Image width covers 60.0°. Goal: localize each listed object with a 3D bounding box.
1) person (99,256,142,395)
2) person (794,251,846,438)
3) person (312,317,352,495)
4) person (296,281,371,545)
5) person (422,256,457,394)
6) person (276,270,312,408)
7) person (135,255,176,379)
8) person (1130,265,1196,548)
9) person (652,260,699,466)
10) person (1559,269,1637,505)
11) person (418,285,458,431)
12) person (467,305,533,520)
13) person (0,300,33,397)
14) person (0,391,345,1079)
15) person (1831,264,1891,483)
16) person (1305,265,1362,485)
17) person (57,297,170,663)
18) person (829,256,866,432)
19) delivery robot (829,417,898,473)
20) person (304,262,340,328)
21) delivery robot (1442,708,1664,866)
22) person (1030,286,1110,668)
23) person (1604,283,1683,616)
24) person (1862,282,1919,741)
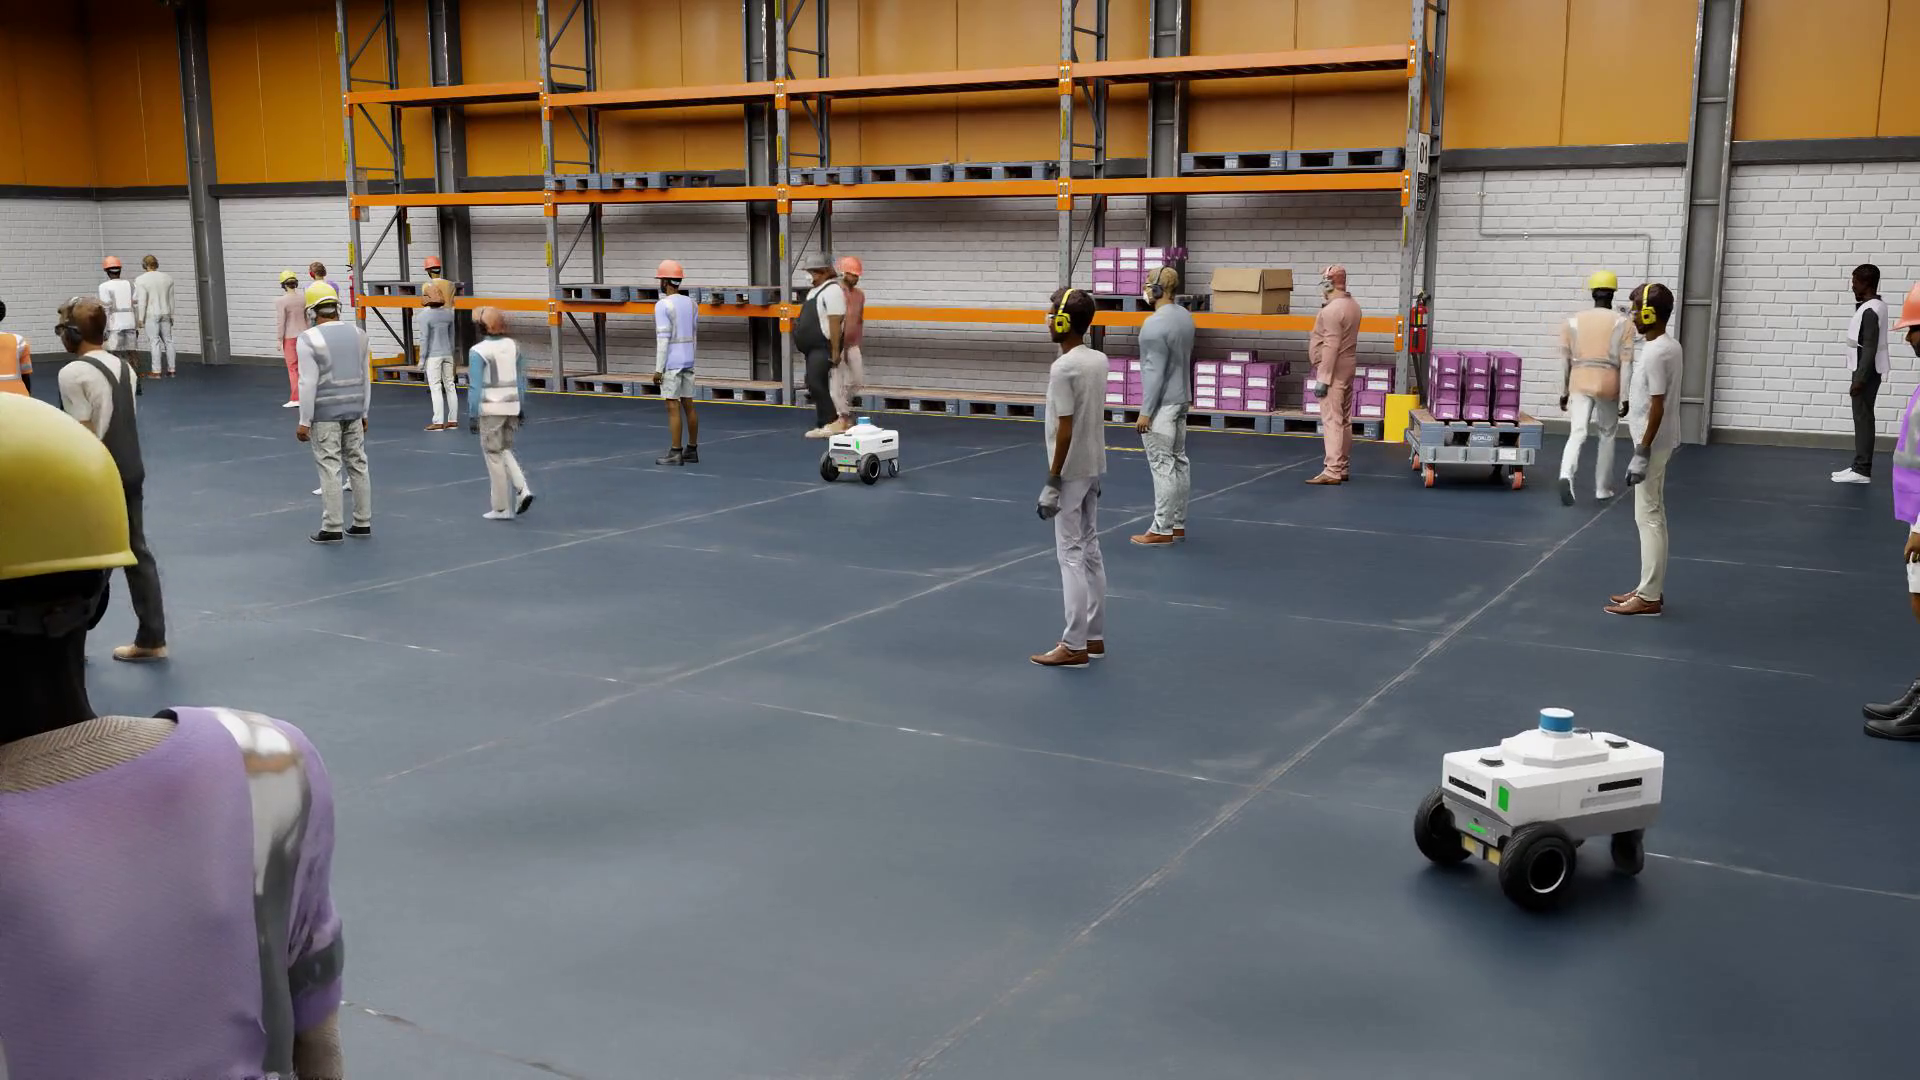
[{"bbox_3d":[-11.622,-2.945,22.989,0.374,1.928,0.542,6,12,30],"label":"person"},{"bbox_3d":[-1.519,-2.095,17.858,0.537,2.000,0.701,-5,11,-24],"label":"person"},{"bbox_3d":[-5.238,-1.188,13.854,0.311,1.642,0.512,6,12,30],"label":"person"},{"bbox_3d":[-4.372,-0.879,11.591,0.403,1.823,0.586,6,12,30],"label":"person"},{"bbox_3d":[-7.346,-3.017,23.398,0.374,1.928,0.542,6,12,30],"label":"person"},{"bbox_3d":[-8.575,-2.582,21.418,0.327,1.760,0.523,6,12,30],"label":"person"},{"bbox_3d":[-12.623,-3.500,26.118,0.370,1.934,0.627,6,12,30],"label":"person"},{"bbox_3d":[1.400,-0.916,11.469,0.370,1.940,0.627,6,12,30],"label":"person"},{"bbox_3d":[-2.706,-1.670,15.736,0.363,1.939,0.542,6,12,30],"label":"person"},{"bbox_3d":[5.088,-1.225,13.365,0.586,1.892,0.881,7,12,35],"label":"person"},{"bbox_3d":[-5.883,-2.045,18.722,0.278,1.634,0.498,6,12,30],"label":"person"},{"bbox_3d":[-3.499,-0.950,12.528,0.360,1.623,0.547,5,11,26],"label":"person"},{"bbox_3d":[-7.334,-1.014,12.706,0.321,1.697,0.529,6,12,30],"label":"person"},{"bbox_3d":[-0.893,0.813,1.710,0.372,1.928,0.584,6,12,30],"label":"person"},{"bbox_3d":[7.935,-1.452,14.581,0.390,1.914,0.587,6,12,30],"label":"person"},{"bbox_3d":[3.235,-1.428,14.478,0.406,1.902,0.636,6,12,30],"label":"person"},{"bbox_3d":[-4.312,-0.277,8.195,0.787,1.815,0.543,2,10,10],"label":"person"},{"bbox_3d":[-1.268,-2.168,18.508,0.490,1.962,0.618,10,14,44],"label":"person"},{"bbox_3d":[-0.846,-0.846,14.724,0.477,0.478,0.707,6,12,29],"label":"delivery robot"},{"bbox_3d":[-9.212,-3.093,24.085,0.388,1.837,0.563,6,12,30],"label":"person"},{"bbox_3d":[1.940,0.794,5.437,0.707,0.478,0.477,-4,11,-22],"label":"delivery robot"},{"bbox_3d":[0.547,-0.304,8.195,0.326,1.874,0.518,6,12,30],"label":"person"},{"bbox_3d":[3.854,-0.500,9.331,0.326,1.865,0.518,6,12,30],"label":"person"},{"bbox_3d":[4.035,-0.114,6.959,0.374,1.928,0.542,6,12,30],"label":"person"}]
